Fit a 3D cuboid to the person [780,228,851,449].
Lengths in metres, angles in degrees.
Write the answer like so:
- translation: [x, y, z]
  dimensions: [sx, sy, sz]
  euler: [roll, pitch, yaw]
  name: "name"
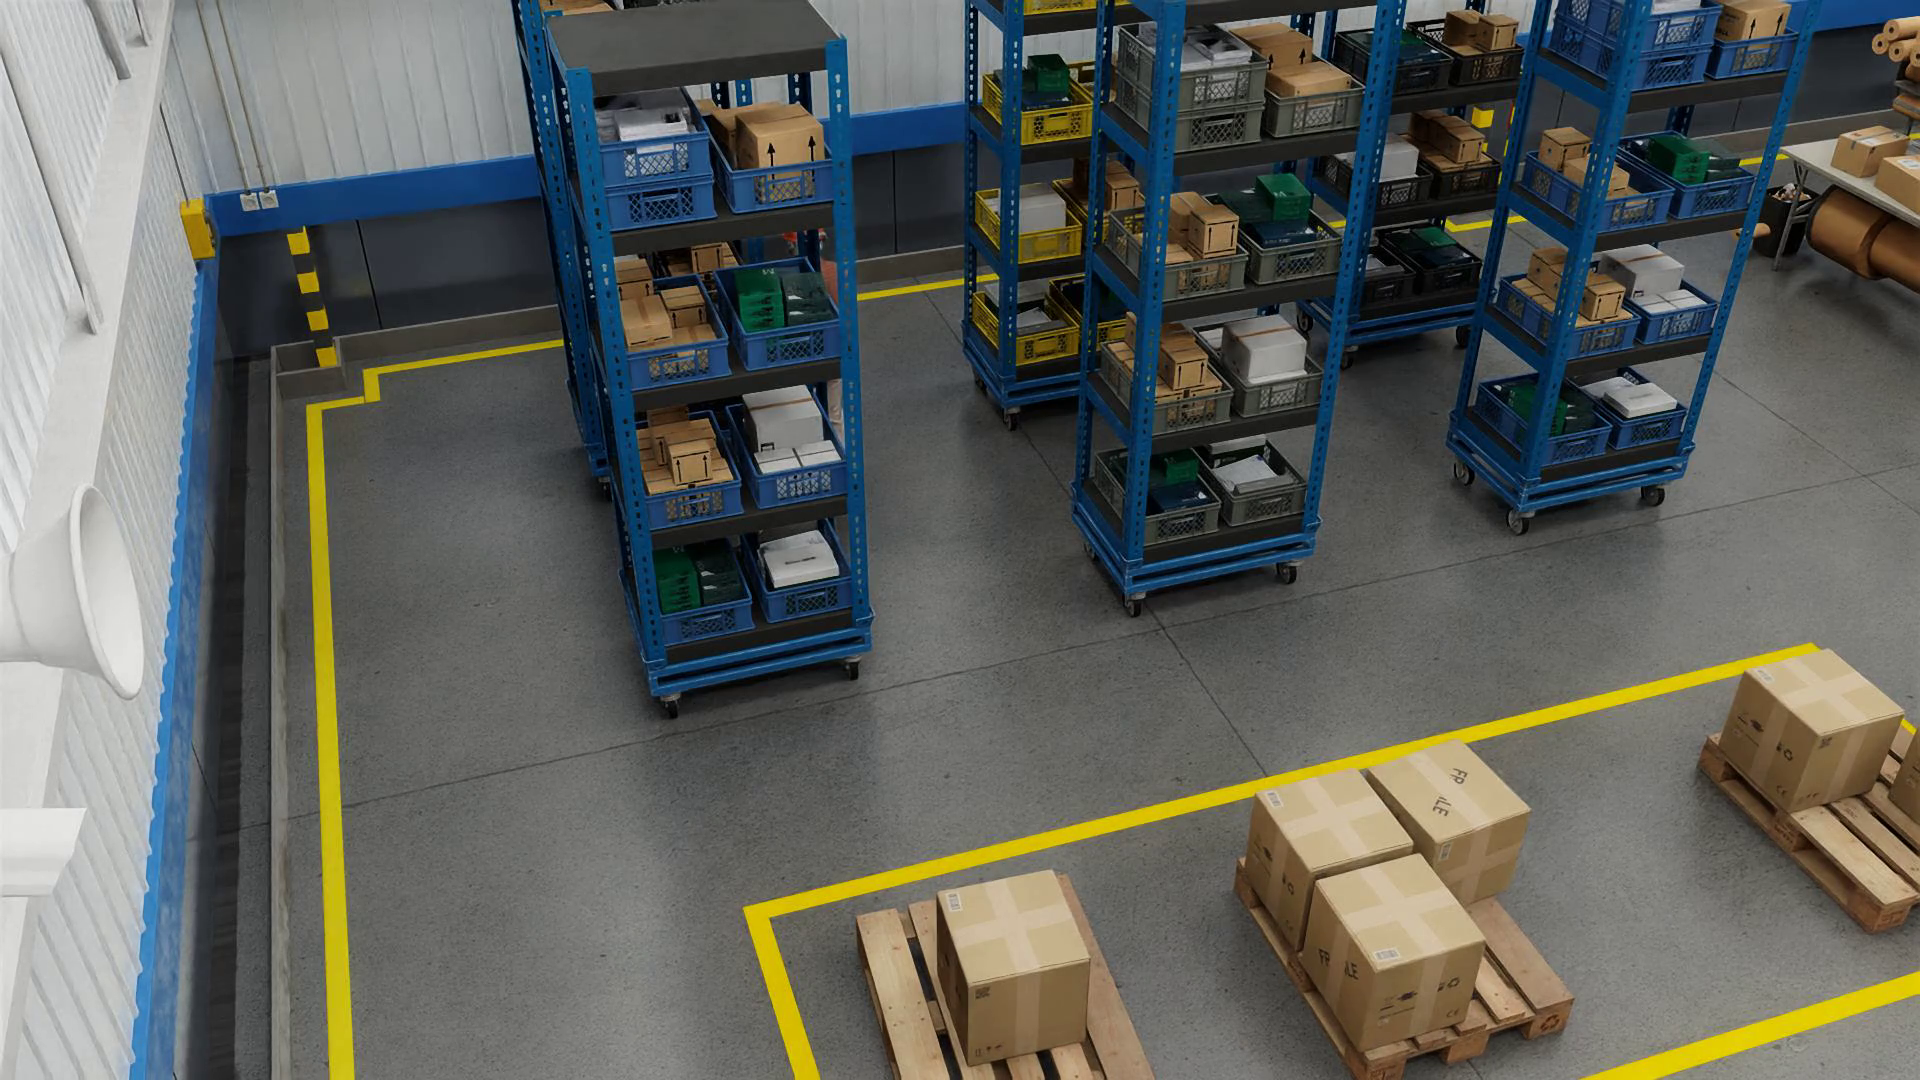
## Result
- translation: [-0.895, -1.071, 10.081]
  dimensions: [0.624, 1.980, 0.410]
  euler: [-29, 44, -35]
  name: "person"
